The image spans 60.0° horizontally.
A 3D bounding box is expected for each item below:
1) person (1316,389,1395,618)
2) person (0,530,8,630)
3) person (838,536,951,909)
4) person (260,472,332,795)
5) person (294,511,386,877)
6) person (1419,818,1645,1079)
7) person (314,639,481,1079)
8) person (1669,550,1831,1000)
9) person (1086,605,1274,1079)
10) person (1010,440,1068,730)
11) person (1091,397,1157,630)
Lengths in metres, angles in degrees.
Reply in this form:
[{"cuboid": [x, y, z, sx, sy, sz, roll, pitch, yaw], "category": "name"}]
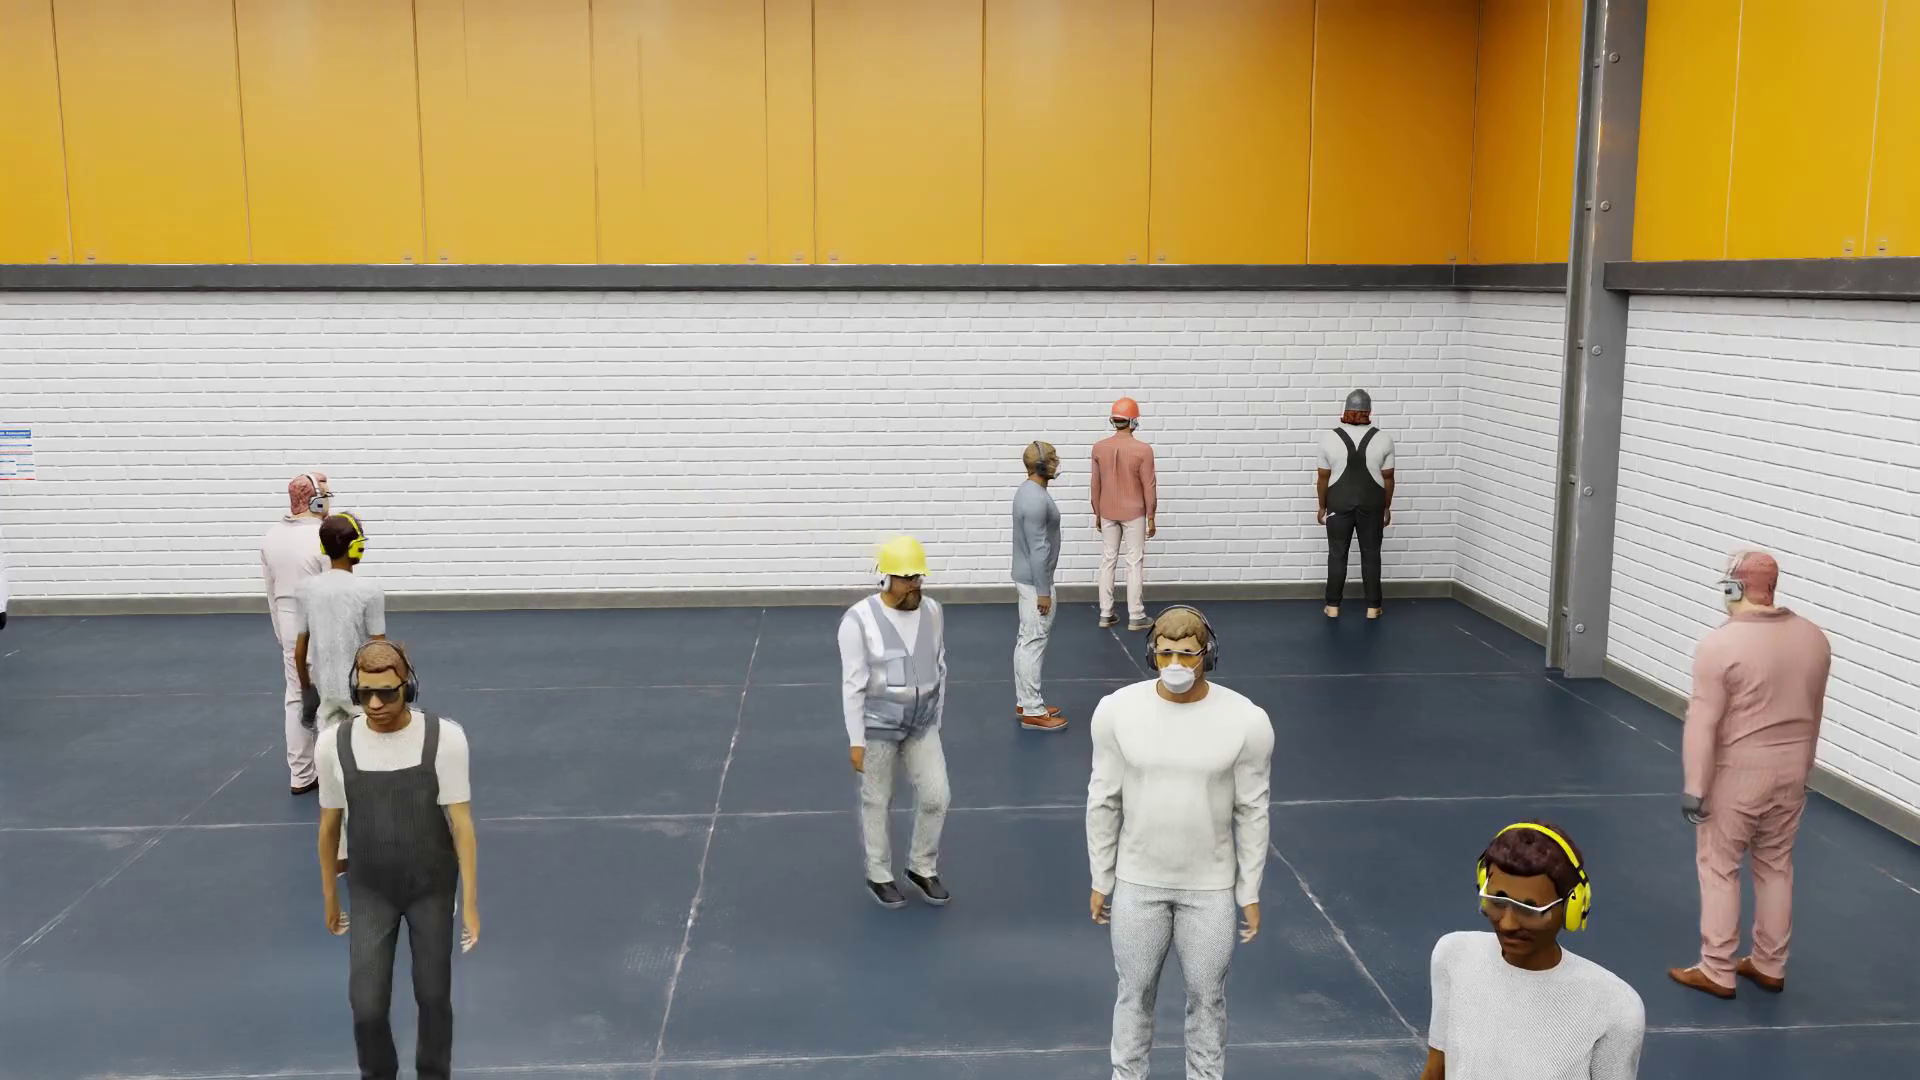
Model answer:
[{"cuboid": [3.501, -0.327, 14.772, 0.676, 2.000, 0.536, 2, 9, 12], "category": "person"}, {"cuboid": [-6.455, 0.433, 10.658, 0.650, 1.826, 0.433, -7, 11, -36], "category": "person"}, {"cuboid": [-0.281, 0.880, 7.884, 0.609, 1.811, 0.532, -5, 11, -31], "category": "person"}, {"cuboid": [-3.710, 0.558, 9.632, 0.642, 1.909, 0.408, 5, 10, 29], "category": "person"}, {"cuboid": [-3.058, 0.785, 8.337, 0.535, 1.868, 0.317, 2, 9, 13], "category": "person"}, {"cuboid": [1.221, 1.522, 3.712, 0.509, 1.867, 0.328, 8, 12, 40], "category": "person"}, {"cuboid": [-1.917, 1.224, 5.698, 0.525, 1.825, 0.482, -2, 9, -15], "category": "person"}, {"cuboid": [3.302, 0.989, 6.994, 0.664, 1.891, 0.398, -3, 9, -18], "category": "person"}, {"cuboid": [0.737, 1.173, 5.672, 0.628, 1.940, 0.373, 2, 9, 10], "category": "person"}, {"cuboid": [0.527, 0.297, 11.170, 0.372, 1.940, 0.630, -1, 9, -4], "category": "person"}, {"cuboid": [1.411, -0.225, 14.266, 0.612, 1.997, 0.375, 6, 11, 32], "category": "person"}]
